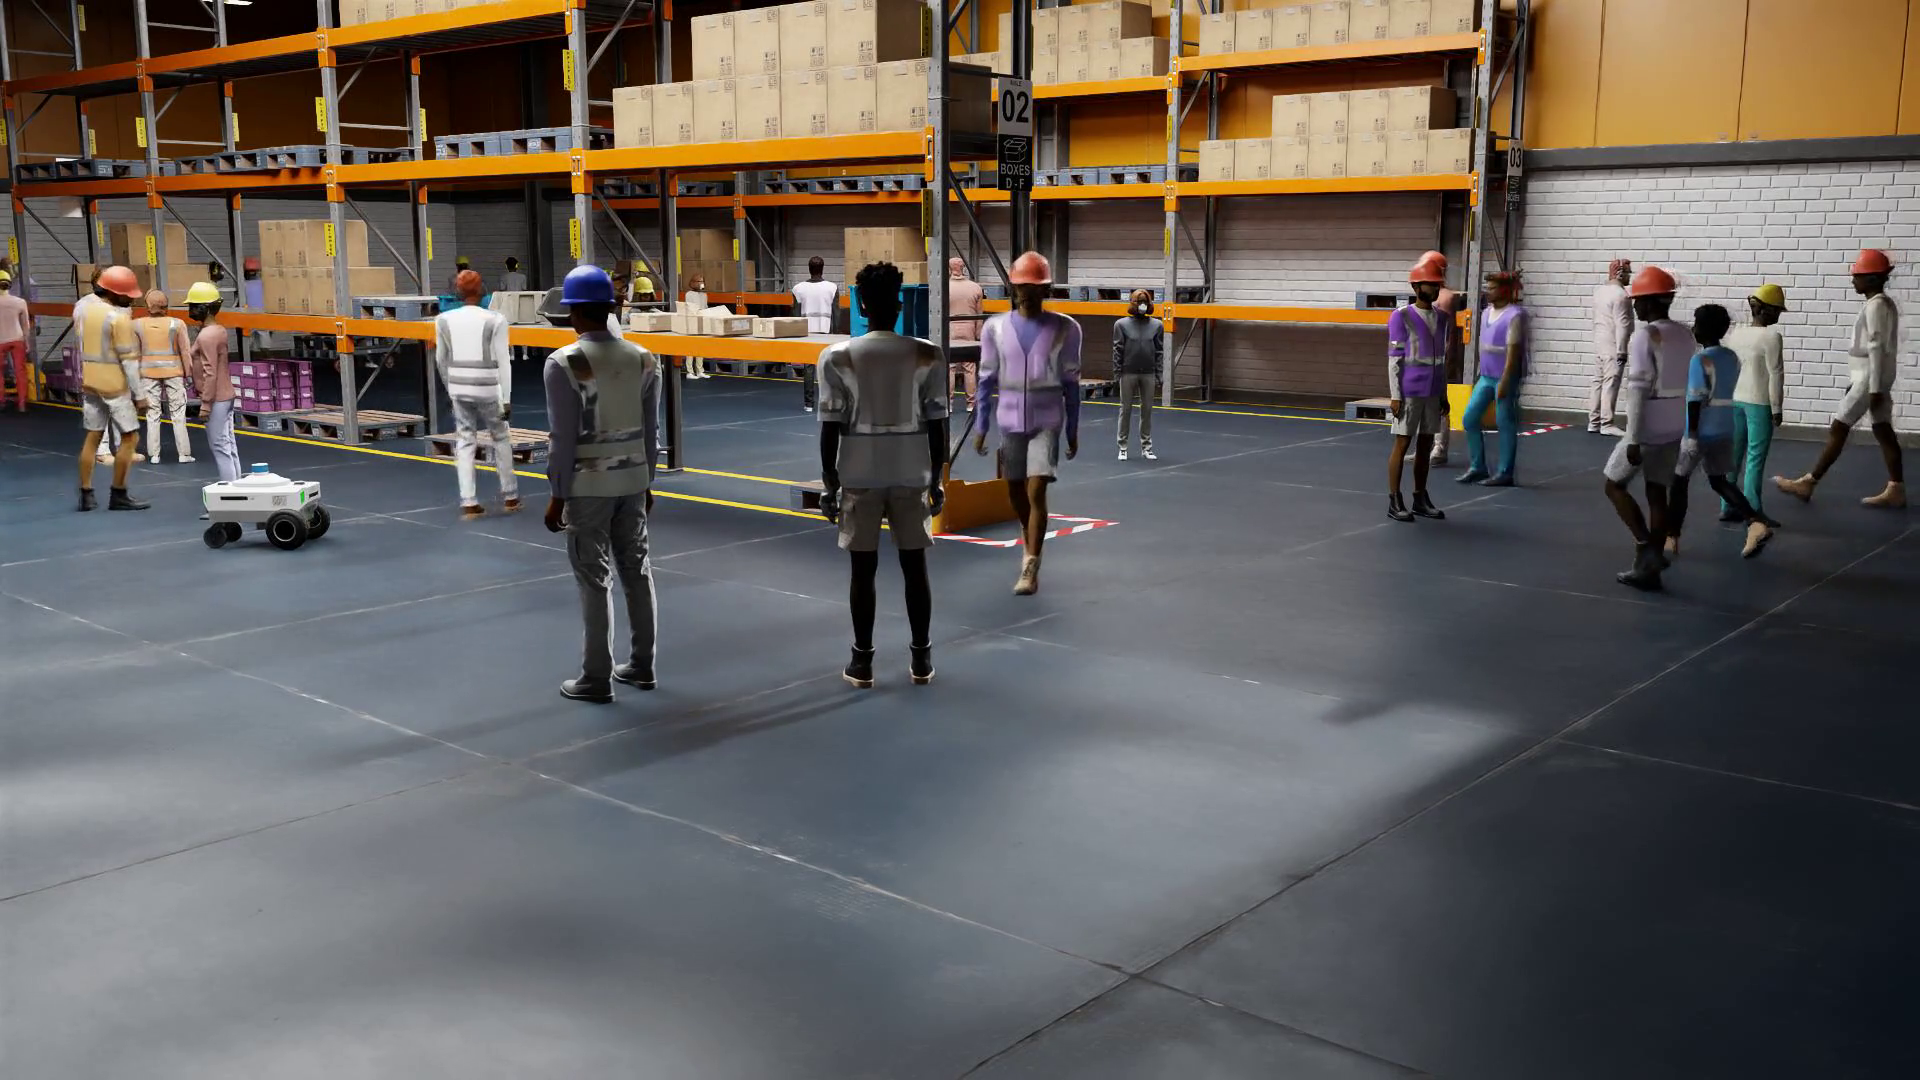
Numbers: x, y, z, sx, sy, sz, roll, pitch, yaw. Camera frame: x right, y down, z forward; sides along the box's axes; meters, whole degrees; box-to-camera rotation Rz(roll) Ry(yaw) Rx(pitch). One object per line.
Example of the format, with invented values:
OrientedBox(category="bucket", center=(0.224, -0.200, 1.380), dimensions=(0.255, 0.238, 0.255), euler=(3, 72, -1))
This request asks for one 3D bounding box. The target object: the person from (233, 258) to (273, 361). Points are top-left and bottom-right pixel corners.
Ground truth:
OrientedBox(category="person", center=(-9.958, -3.024, 23.492), dimensions=(0.554, 1.884, 1.016), euler=(-8, 13, -39))

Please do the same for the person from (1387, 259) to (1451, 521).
OrientedBox(category="person", center=(3.430, -1.111, 12.386), dimensions=(0.544, 1.943, 0.347), euler=(-5, 11, -25))

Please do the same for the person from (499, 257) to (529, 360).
OrientedBox(category="person", center=(-8.069, -4.180, 30.091), dimensions=(0.520, 1.865, 0.333), euler=(-3, 10, -18))

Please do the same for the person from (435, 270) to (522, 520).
OrientedBox(category="person", center=(-3.623, -1.104, 12.586), dimensions=(0.595, 1.851, 0.753), euler=(1, 10, 4))

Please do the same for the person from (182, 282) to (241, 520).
OrientedBox(category="person", center=(-5.601, -1.036, 12.464), dimensions=(0.313, 1.769, 0.523), euler=(-2, 10, -13))

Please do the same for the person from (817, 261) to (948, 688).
OrientedBox(category="person", center=(-0.355, -0.293, 7.666), dimensions=(0.607, 1.963, 0.373), euler=(-2, 10, -9))

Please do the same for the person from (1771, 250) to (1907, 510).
OrientedBox(category="person", center=(6.989, -1.251, 13.026), dimensions=(1.013, 1.992, 0.640), euler=(7, 12, 35))

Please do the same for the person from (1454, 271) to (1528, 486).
OrientedBox(category="person", center=(4.471, -1.347, 14.062), dimensions=(0.629, 1.818, 0.600), euler=(-2, 10, -13))

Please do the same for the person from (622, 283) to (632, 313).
OrientedBox(category="person", center=(-3.961, -2.238, 19.529), dimensions=(0.322, 1.689, 0.530), euler=(6, 11, 29))

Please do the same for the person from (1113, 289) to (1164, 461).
OrientedBox(category="person", center=(1.706, -1.573, 15.888), dimensions=(0.500, 1.636, 0.280), euler=(-2, 10, -10))

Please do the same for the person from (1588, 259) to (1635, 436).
OrientedBox(category="person", center=(7.079, -2.079, 18.001), dimensions=(0.399, 1.907, 0.644), euler=(0, 10, -2))

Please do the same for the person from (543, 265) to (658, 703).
OrientedBox(category="person", center=(-1.614, -0.249, 7.460), dimensions=(0.406, 1.945, 0.615), euler=(7, 12, 36))

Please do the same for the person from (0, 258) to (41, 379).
OrientedBox(category="person", center=(-13.717, -3.142, 24.154), dimensions=(0.653, 1.882, 0.424), euler=(-3, 10, -14))

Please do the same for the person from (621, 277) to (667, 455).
OrientedBox(category="person", center=(-3.065, -1.684, 16.214), dimensions=(0.487, 1.744, 0.314), euler=(-7, 12, -34))

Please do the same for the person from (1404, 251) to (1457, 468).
OrientedBox(category="person", center=(4.361, -1.666, 15.399), dimensions=(0.396, 1.992, 0.622), euler=(-1, 10, -6))

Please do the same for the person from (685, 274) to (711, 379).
OrientedBox(category="person", center=(-4.079, -3.314, 25.840), dimensions=(0.279, 1.627, 0.499), euler=(6, 12, 31))

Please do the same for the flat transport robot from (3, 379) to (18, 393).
OrientedBox(category="flat transport robot", center=(-12.613, -2.208, 23.389), dimensions=(1.431, 0.197, 0.652), euler=(-4, 11, -23))

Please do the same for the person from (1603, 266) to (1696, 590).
OrientedBox(category="person", center=(4.090, -0.658, 9.868), dimensions=(0.548, 1.913, 0.412), euler=(-5, 11, -29))

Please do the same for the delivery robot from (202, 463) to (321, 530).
OrientedBox(category="delivery robot", center=(-4.757, -0.279, 11.333), dimensions=(0.707, 0.478, 0.477), euler=(0, 10, -1))

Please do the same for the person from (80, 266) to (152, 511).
OrientedBox(category="person", center=(-6.568, -1.151, 12.793), dimensions=(0.647, 1.885, 0.462), euler=(6, 12, 32))

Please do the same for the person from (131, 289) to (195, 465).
OrientedBox(category="person", center=(-7.454, -1.517, 15.559), dimensions=(0.523, 1.640, 0.306), euler=(-3, 10, -15))

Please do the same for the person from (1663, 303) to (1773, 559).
OrientedBox(category="person", center=(4.907, -0.702, 10.816), dimensions=(0.535, 1.673, 0.767), euler=(-6, 12, -31))

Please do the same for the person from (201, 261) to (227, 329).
OrientedBox(category="person", center=(-11.000, -3.172, 24.418), dimensions=(0.501, 1.838, 0.603), euler=(0, 10, -1))

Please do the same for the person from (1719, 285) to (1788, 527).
OrientedBox(category="person", center=(5.825, -0.978, 12.160), dimensions=(0.328, 1.759, 0.524), euler=(-2, 10, -13))

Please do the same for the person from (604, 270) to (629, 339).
OrientedBox(category="person", center=(-2.570, -1.055, 12.296), dimensions=(0.328, 1.865, 0.521), euler=(0, 10, -2))

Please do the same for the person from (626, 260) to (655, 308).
OrientedBox(category="person", center=(-5.021, -3.496, 26.286), dimensions=(0.403, 1.828, 0.594), euler=(4, 11, 22))

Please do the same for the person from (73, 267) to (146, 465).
OrientedBox(category="person", center=(-7.962, -1.628, 15.617), dimensions=(0.429, 1.842, 0.635), euler=(3, 10, 15))

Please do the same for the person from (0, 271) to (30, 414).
OrientedBox(category="person", center=(-11.678, -2.411, 20.341), dimensions=(0.757, 1.736, 0.556), euler=(8, 13, 39))

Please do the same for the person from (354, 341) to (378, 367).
OrientedBox(category="person", center=(-10.173, -3.705, 28.122), dimensions=(0.559, 1.605, 0.519), euler=(-2, 10, -12))

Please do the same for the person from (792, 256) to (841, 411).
OrientedBox(category="person", center=(-1.771, -2.545, 20.620), dimensions=(0.590, 1.919, 0.392), euler=(0, 10, 0))

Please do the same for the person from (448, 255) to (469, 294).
OrientedBox(category="person", center=(-8.803, -4.118, 29.648), dimensions=(0.592, 1.898, 0.808), euler=(-9, 13, -41))

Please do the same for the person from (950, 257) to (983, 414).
OrientedBox(category="person", center=(-0.037, -2.499, 20.398), dimensions=(0.643, 1.908, 0.411), euler=(-3, 10, -15))

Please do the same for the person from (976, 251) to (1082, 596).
OrientedBox(category="person", center=(0.432, -0.729, 10.022), dimensions=(0.615, 2.012, 0.976), euler=(2, 10, 14))
